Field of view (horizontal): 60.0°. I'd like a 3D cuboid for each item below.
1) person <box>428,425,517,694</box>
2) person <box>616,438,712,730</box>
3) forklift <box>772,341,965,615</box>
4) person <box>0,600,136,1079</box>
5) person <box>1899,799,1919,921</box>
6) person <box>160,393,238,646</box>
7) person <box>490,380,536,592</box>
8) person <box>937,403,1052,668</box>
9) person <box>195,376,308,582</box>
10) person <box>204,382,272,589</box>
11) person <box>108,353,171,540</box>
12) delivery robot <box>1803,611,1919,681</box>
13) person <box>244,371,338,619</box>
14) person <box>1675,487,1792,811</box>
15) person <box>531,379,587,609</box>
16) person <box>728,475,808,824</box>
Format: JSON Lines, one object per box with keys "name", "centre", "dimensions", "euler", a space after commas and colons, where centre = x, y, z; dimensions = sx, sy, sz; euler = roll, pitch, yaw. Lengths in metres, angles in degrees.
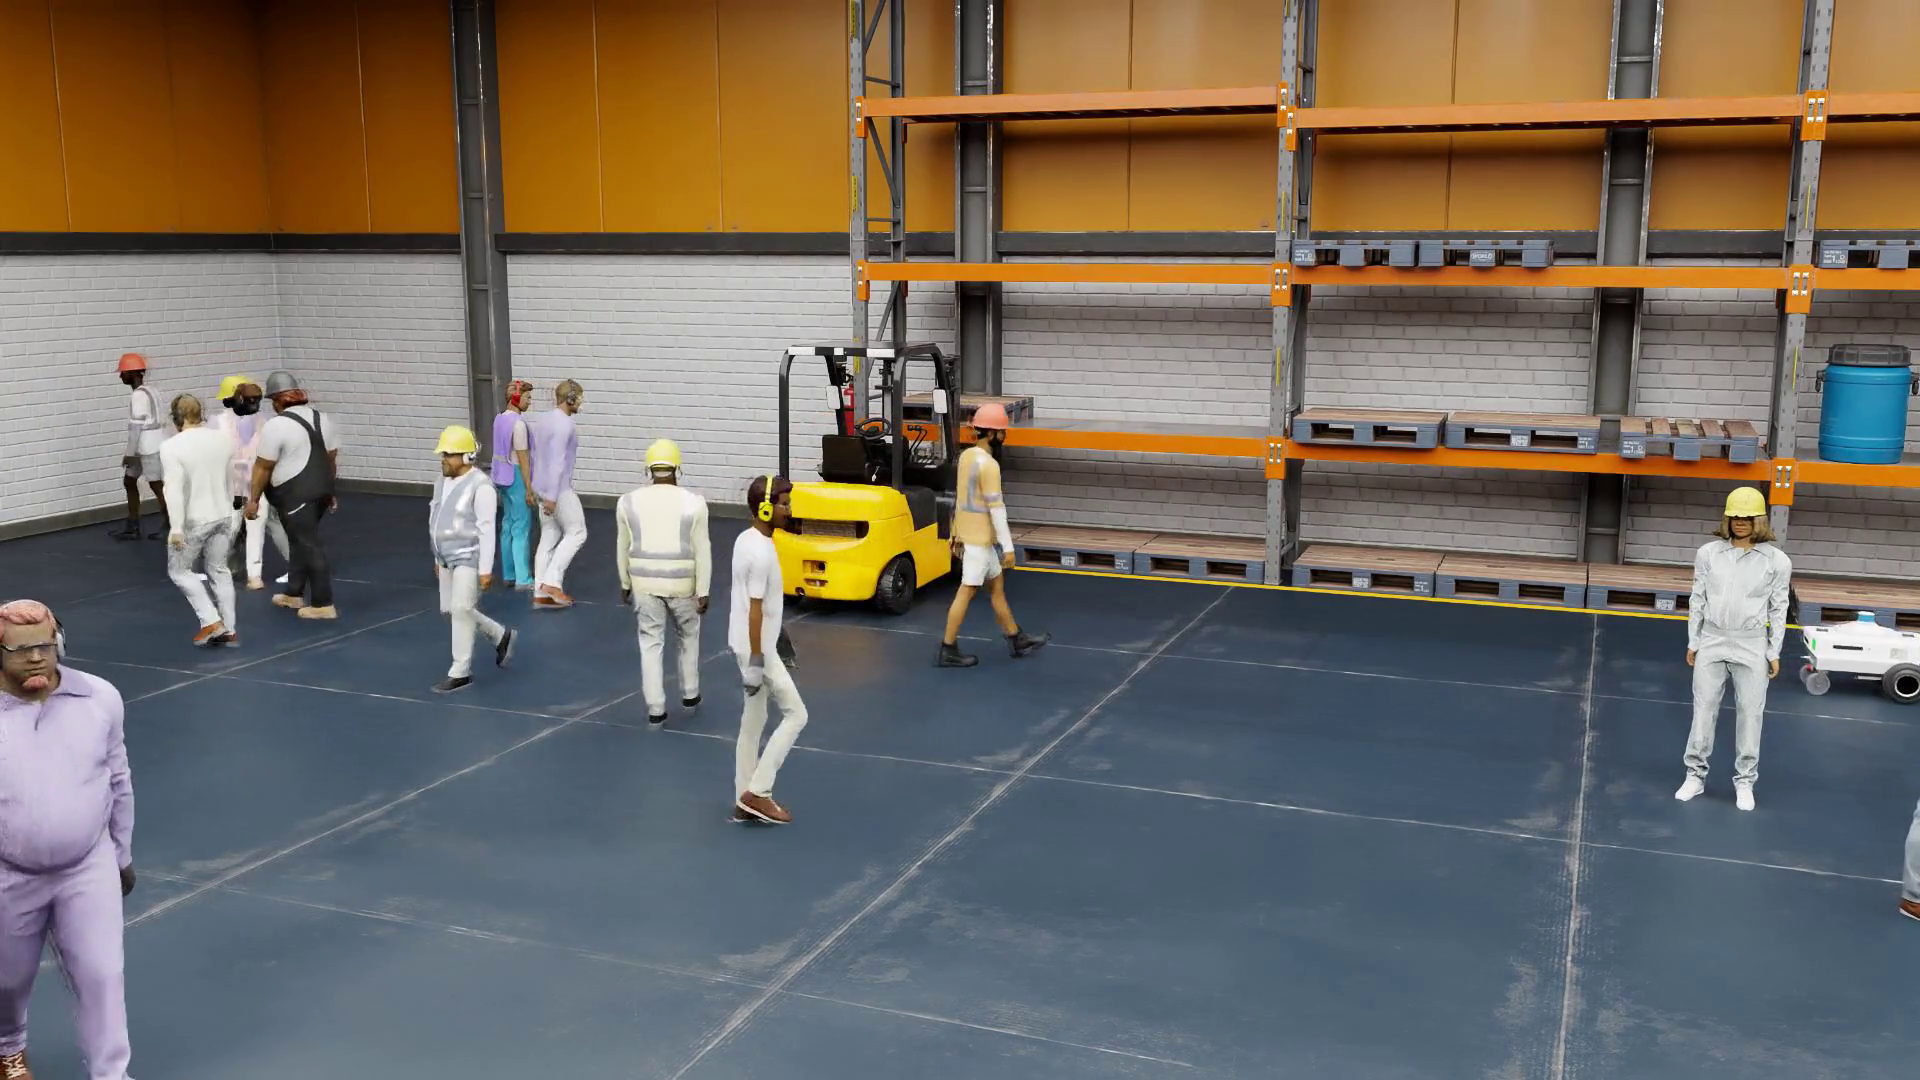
{"name": "person", "centre": [-3.340, 0.109, 11.327], "dimensions": [0.604, 1.813, 0.686], "euler": [9, 14, 41]}
{"name": "person", "centre": [-1.860, 0.253, 10.561], "dimensions": [0.617, 1.802, 0.759], "euler": [0, 10, -2]}
{"name": "forklift", "centre": [-0.739, -0.602, 14.246], "dimensions": [1.214, 2.155, 2.313], "euler": [4, 11, 21]}
{"name": "person", "centre": [-3.145, 1.101, 5.669], "dimensions": [0.653, 1.866, 0.974], "euler": [-10, 14, -43]}
{"name": "person", "centre": [4.455, 0.902, 7.429], "dimensions": [0.507, 1.631, 0.268], "euler": [-9, 14, -41]}
{"name": "person", "centre": [-5.656, -0.131, 12.385], "dimensions": [0.439, 1.920, 0.658], "euler": [4, 11, 21]}
{"name": "person", "centre": [-3.872, -0.467, 14.490], "dimensions": [0.388, 1.837, 0.564], "euler": [-7, 13, -35]}
{"name": "person", "centre": [0.264, -0.026, 11.859], "dimensions": [0.950, 1.889, 0.572], "euler": [-3, 11, -15]}
{"name": "person", "centre": [-6.300, -0.522, 14.732], "dimensions": [1.004, 1.869, 0.592], "euler": [-3, 11, -15]}
{"name": "person", "centre": [-6.348, -0.491, 14.692], "dimensions": [0.644, 1.817, 0.702], "euler": [-8, 13, -38]}
{"name": "person", "centre": [-8.374, -0.923, 16.839], "dimensions": [0.816, 1.907, 0.550], "euler": [-5, 11, -24]}
{"name": "delivery robot", "centre": [6.063, 0.724, 11.165], "dimensions": [0.707, 0.478, 0.477], "euler": [3, 11, 18]}
{"name": "person", "centre": [-5.437, -0.385, 13.462], "dimensions": [0.879, 2.000, 0.700], "euler": [3, 11, 14]}
{"name": "person", "centre": [4.154, 0.578, 8.928], "dimensions": [0.484, 1.745, 0.296], "euler": [7, 12, 33]}
{"name": "person", "centre": [-3.363, -0.382, 13.848], "dimensions": [0.565, 1.891, 0.651], "euler": [-6, 12, -29]}
{"name": "person", "centre": [-1.007, 0.578, 8.665], "dimensions": [0.464, 1.846, 0.487], "euler": [-4, 11, -21]}
